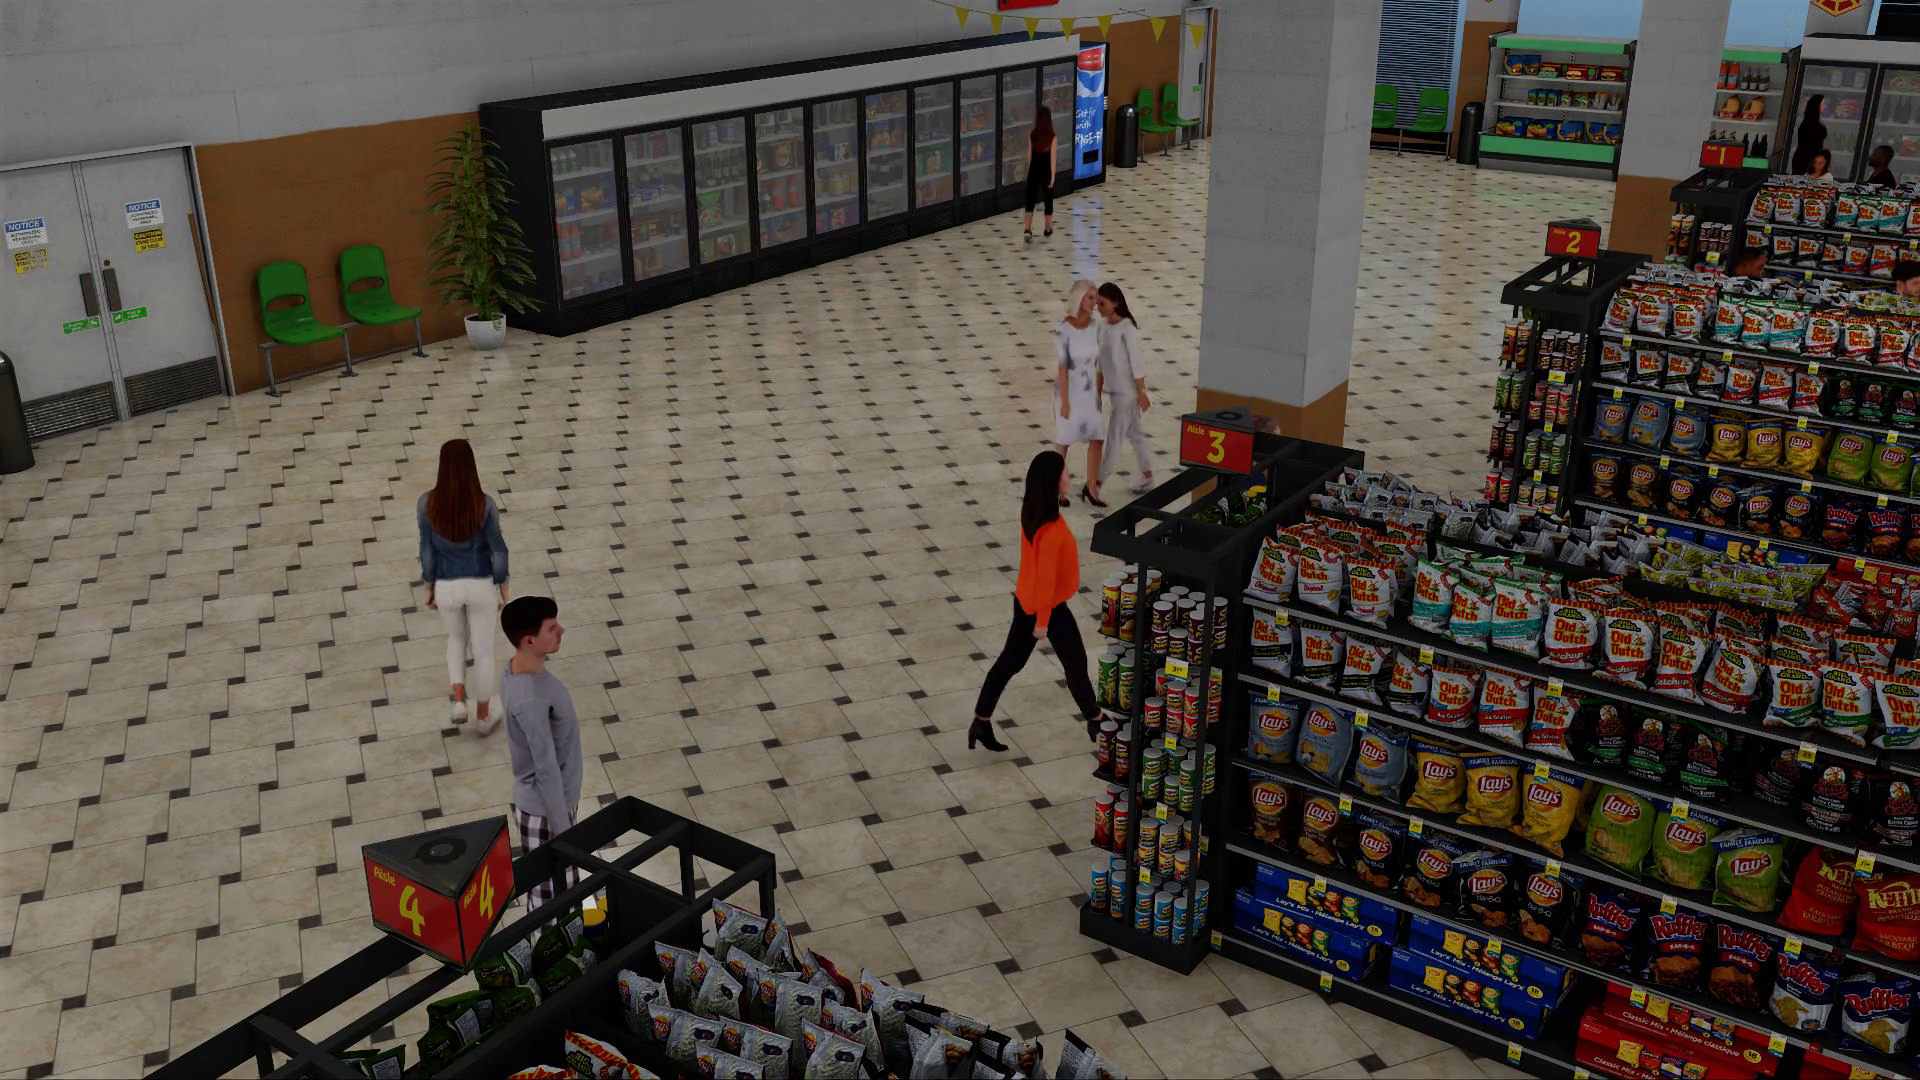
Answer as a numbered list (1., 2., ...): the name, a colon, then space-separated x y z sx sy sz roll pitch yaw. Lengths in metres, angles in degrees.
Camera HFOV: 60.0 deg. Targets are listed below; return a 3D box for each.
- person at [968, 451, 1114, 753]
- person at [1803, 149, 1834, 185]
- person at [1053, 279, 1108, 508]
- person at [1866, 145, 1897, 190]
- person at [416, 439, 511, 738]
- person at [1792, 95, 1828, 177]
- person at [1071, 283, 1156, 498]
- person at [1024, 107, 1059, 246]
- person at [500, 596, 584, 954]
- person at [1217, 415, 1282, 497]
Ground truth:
1. person: 0.350 0.391 8.767 1.161 1.697 1.143 -6 23 -14
2. person: 9.579 -3.537 18.591 0.904 1.661 0.842 -4 22 -9
3. person: 0.815 -1.100 12.430 0.744 1.734 0.823 -13 26 -30
4. person: 9.748 -3.307 17.808 0.669 1.818 0.726 7 23 17
5. person: -2.692 0.307 8.984 0.758 1.692 0.832 0 22 0
6. person: 11.224 -5.047 22.258 1.066 1.729 0.723 11 24 26
7. person: 1.318 -1.132 12.633 1.018 1.641 1.057 -11 24 -26
8. person: 0.990 -4.611 21.228 1.171 1.688 0.900 6 23 14
9. person: -1.705 1.083 6.843 0.764 1.847 0.671 -7 23 -17
10. person: 1.427 0.246 8.985 1.209 1.805 1.247 -7 23 -17
